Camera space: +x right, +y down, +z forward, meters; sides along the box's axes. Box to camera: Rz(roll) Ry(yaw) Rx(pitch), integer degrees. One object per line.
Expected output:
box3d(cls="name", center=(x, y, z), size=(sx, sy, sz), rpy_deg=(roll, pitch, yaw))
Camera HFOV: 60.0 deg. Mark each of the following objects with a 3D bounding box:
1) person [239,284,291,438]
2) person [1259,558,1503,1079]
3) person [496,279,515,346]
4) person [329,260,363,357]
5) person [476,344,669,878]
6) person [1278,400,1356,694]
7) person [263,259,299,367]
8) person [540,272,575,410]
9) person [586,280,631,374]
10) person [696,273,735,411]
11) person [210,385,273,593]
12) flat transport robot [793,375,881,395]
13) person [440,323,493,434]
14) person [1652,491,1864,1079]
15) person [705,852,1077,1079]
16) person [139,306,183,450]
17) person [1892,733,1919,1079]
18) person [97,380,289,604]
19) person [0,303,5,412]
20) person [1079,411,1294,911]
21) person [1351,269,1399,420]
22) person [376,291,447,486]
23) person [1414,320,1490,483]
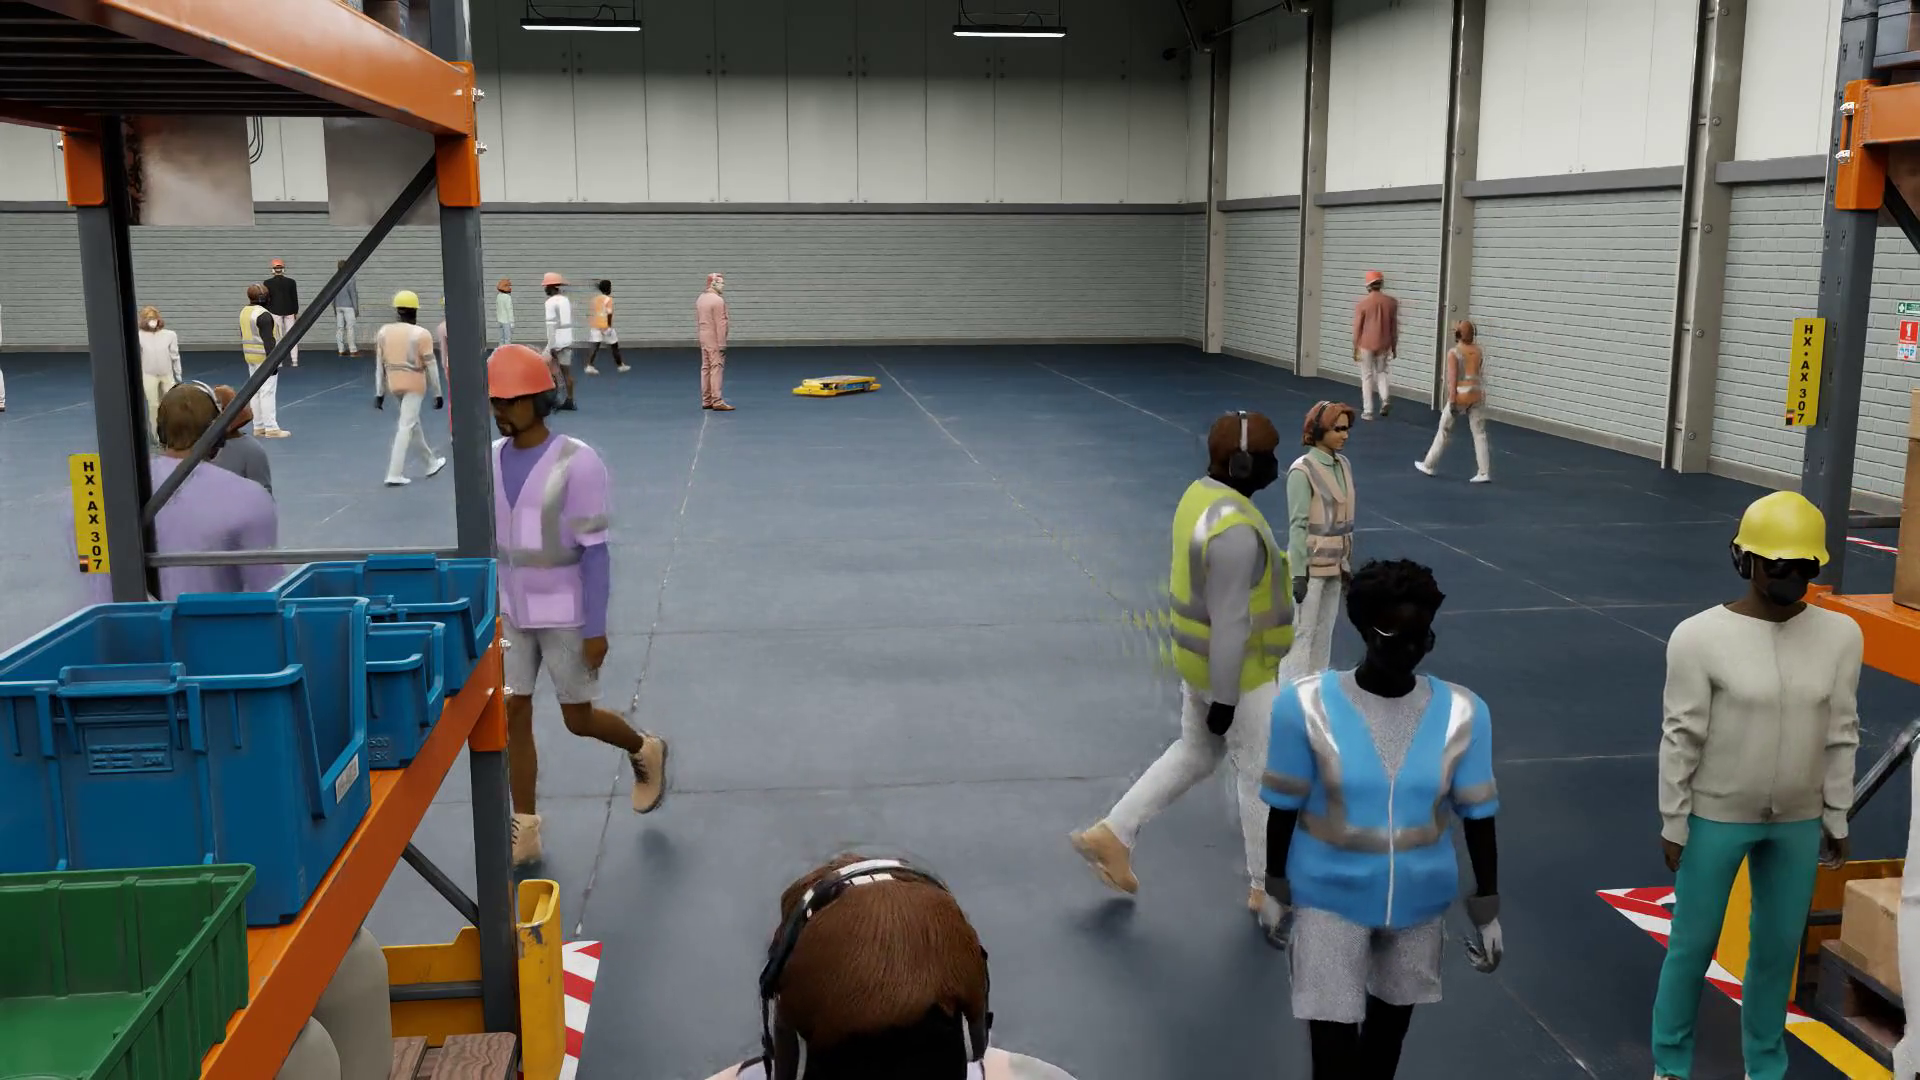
box3d(cls="person", center=(-8.363, -2.148, 19.987), size=(0.633, 1.846, 0.429), rpy_deg=(9, 14, 42))
box3d(cls="person", center=(0.993, 0.875, 3.860), size=(0.552, 1.666, 0.702), rpy_deg=(0, 10, -3))
box3d(cls="person", center=(-8.308, -3.954, 30.467), size=(0.273, 1.632, 0.507), rpy_deg=(-9, 14, -41))
box3d(cls="person", center=(-12.358, -4.649, 33.441), size=(0.627, 1.940, 0.372), rpy_deg=(3, 11, 18))
box3d(cls="person", center=(-1.538, 0.243, 6.414), size=(0.617, 2.017, 0.848), rpy_deg=(6, 12, 29))
box3d(cls="person", center=(1.711, 0.152, 7.949), size=(0.310, 1.636, 0.522), rpy_deg=(8, 13, 37))
box3d(cls="person", center=(-12.600, -4.209, 30.893), size=(0.608, 1.988, 0.387), rpy_deg=(-8, 13, -37))
box3d(cls="person", center=(-5.618, -2.742, 23.072), size=(0.590, 1.914, 0.551), rpy_deg=(5, 11, 23))
box3d(cls="person", center=(-6.258, -3.745, 29.275), size=(0.540, 1.648, 0.880), rpy_deg=(8, 13, 39))
box3d(cls="person", center=(-3.403, -2.752, 23.136), size=(0.399, 1.905, 0.642), rpy_deg=(-7, 13, -34))
box3d(cls="person", center=(-3.848, -0.009, 8.838), size=(0.502, 1.631, 0.284), rpy_deg=(6, 12, 30))
box3d(cls="flat transport robot", center=(-1.887, -2.399, 25.677), size=(0.652, 0.197, 1.431), rpy_deg=(6, 12, 31))
box3d(cls="person", center=(-5.834, -2.031, 19.620), size=(0.542, 1.728, 0.845), rpy_deg=(1, 10, 7))
box3d(cls="person", center=(2.116, 0.735, 4.425), size=(0.518, 1.757, 0.338), rpy_deg=(-1, 10, -3))
box3d(cls="person", center=(-0.097, 1.192, 1.726), size=(0.638, 1.830, 0.438), rpy_deg=(-2, 10, -10))
box3d(cls="person", center=(-9.144, -1.848, 18.938), size=(0.513, 1.624, 0.432), rpy_deg=(-7, 13, -35))
box3d(cls="person", center=(2.063, 0.917, 3.244), size=(0.595, 1.828, 1.004), rpy_deg=(-1, 10, -8))
box3d(cls="person", center=(-2.617, 0.412, 5.757), size=(0.647, 1.918, 0.489), rpy_deg=(2, 10, 9))
box3d(cls="person", center=(-13.385, -2.674, 22.697), size=(0.406, 1.911, 0.637), rpy_deg=(3, 11, 18))
box3d(cls="person", center=(0.875, 0.440, 5.885), size=(0.832, 1.818, 0.621), rpy_deg=(-1, 10, -6))
box3d(cls="person", center=(5.442, -2.560, 21.867), size=(0.646, 1.978, 0.444), rpy_deg=(-2, 10, -9))
box3d(cls="person", center=(-5.375, -1.500, 16.336), size=(0.610, 1.872, 1.010), rpy_deg=(4, 11, 19))
box3d(cls="person", center=(4.934, -1.372, 16.431), size=(0.526, 1.589, 0.891), rpy_deg=(-6, 12, -28))
